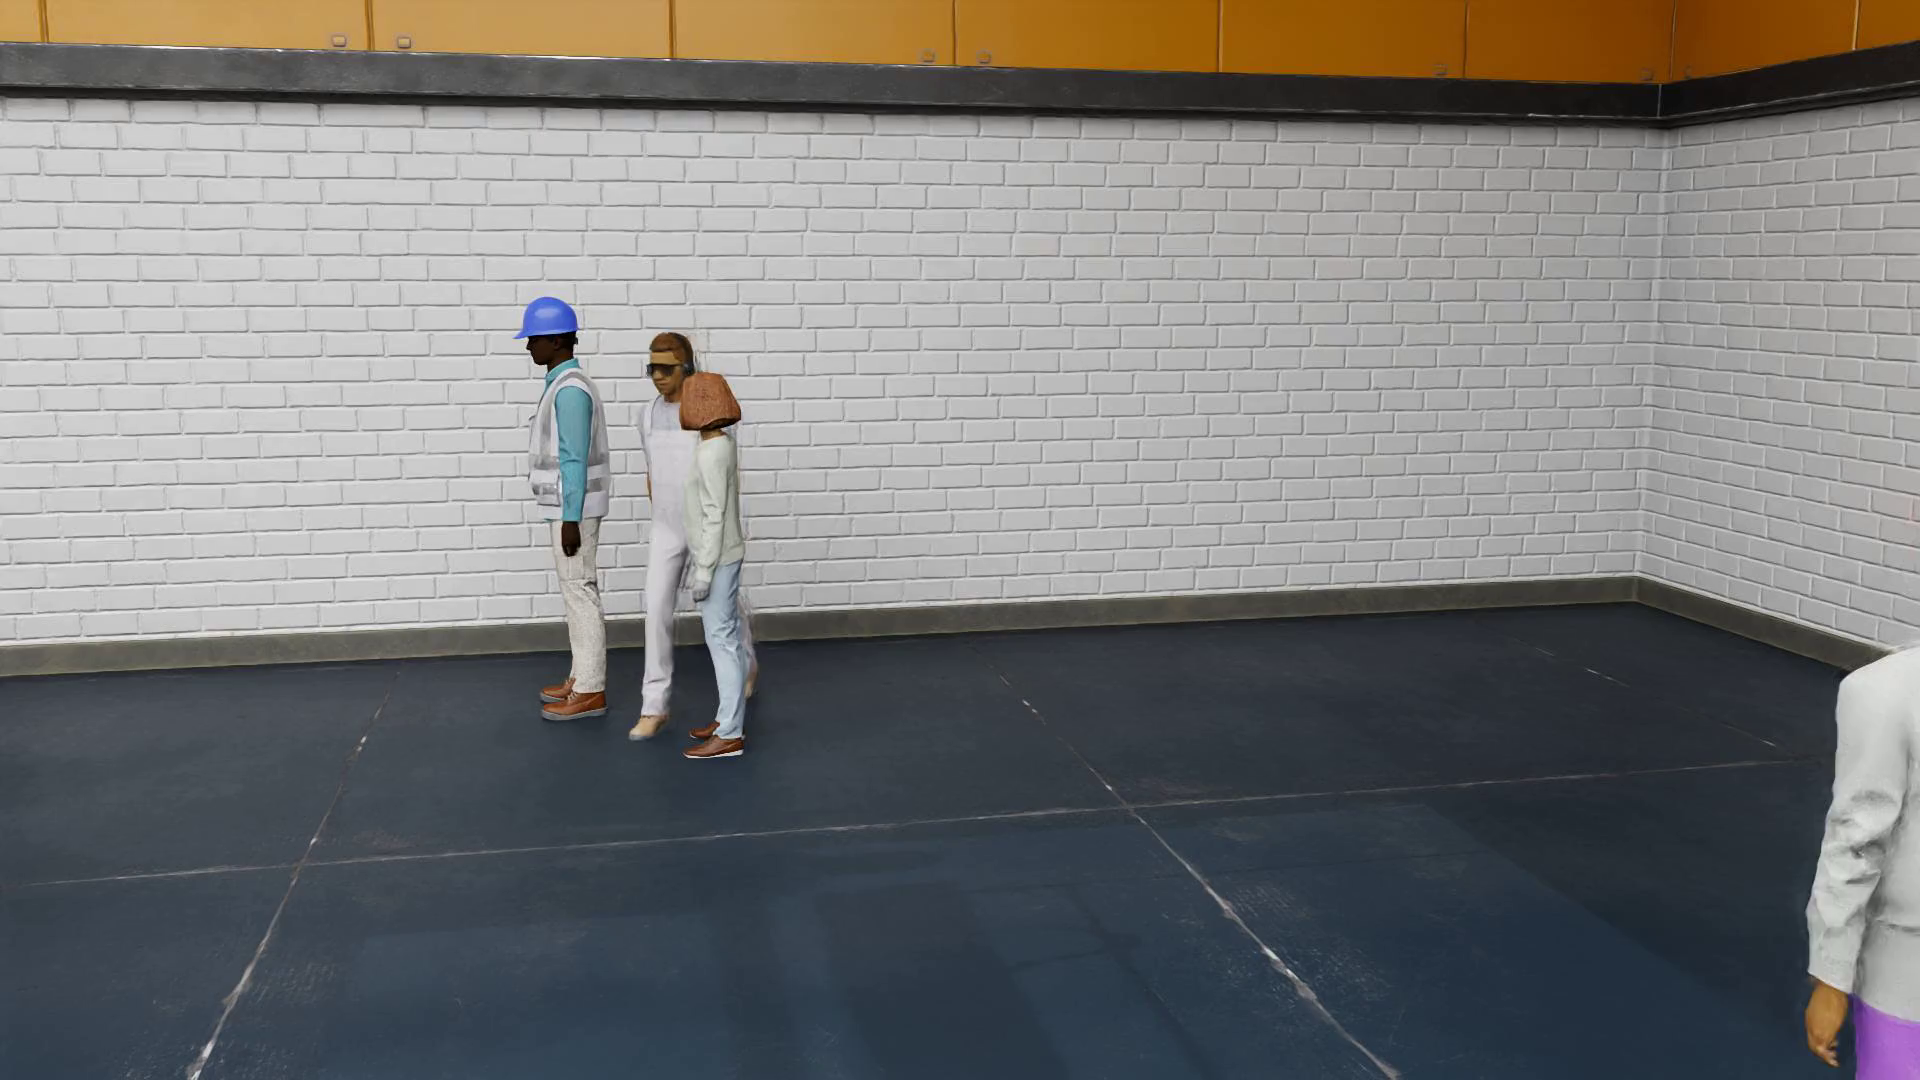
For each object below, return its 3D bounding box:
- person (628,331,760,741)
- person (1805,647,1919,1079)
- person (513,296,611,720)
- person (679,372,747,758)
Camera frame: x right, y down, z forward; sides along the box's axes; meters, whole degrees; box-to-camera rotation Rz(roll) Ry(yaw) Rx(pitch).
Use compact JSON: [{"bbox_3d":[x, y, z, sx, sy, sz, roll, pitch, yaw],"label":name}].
[{"bbox_3d":[-1.213,-0.058,7.615,0.510,1.803,0.970,3,10,17],"label":"person"},{"bbox_3d":[1.762,0.729,2.945,0.572,1.734,0.597,1,9,5],"label":"person"},{"bbox_3d":[-1.825,-0.150,7.707,0.412,1.938,0.610,-3,10,-16],"label":"person"},{"bbox_3d":[-1.052,0.106,7.067,0.279,1.634,0.499,0,9,-2],"label":"person"}]
